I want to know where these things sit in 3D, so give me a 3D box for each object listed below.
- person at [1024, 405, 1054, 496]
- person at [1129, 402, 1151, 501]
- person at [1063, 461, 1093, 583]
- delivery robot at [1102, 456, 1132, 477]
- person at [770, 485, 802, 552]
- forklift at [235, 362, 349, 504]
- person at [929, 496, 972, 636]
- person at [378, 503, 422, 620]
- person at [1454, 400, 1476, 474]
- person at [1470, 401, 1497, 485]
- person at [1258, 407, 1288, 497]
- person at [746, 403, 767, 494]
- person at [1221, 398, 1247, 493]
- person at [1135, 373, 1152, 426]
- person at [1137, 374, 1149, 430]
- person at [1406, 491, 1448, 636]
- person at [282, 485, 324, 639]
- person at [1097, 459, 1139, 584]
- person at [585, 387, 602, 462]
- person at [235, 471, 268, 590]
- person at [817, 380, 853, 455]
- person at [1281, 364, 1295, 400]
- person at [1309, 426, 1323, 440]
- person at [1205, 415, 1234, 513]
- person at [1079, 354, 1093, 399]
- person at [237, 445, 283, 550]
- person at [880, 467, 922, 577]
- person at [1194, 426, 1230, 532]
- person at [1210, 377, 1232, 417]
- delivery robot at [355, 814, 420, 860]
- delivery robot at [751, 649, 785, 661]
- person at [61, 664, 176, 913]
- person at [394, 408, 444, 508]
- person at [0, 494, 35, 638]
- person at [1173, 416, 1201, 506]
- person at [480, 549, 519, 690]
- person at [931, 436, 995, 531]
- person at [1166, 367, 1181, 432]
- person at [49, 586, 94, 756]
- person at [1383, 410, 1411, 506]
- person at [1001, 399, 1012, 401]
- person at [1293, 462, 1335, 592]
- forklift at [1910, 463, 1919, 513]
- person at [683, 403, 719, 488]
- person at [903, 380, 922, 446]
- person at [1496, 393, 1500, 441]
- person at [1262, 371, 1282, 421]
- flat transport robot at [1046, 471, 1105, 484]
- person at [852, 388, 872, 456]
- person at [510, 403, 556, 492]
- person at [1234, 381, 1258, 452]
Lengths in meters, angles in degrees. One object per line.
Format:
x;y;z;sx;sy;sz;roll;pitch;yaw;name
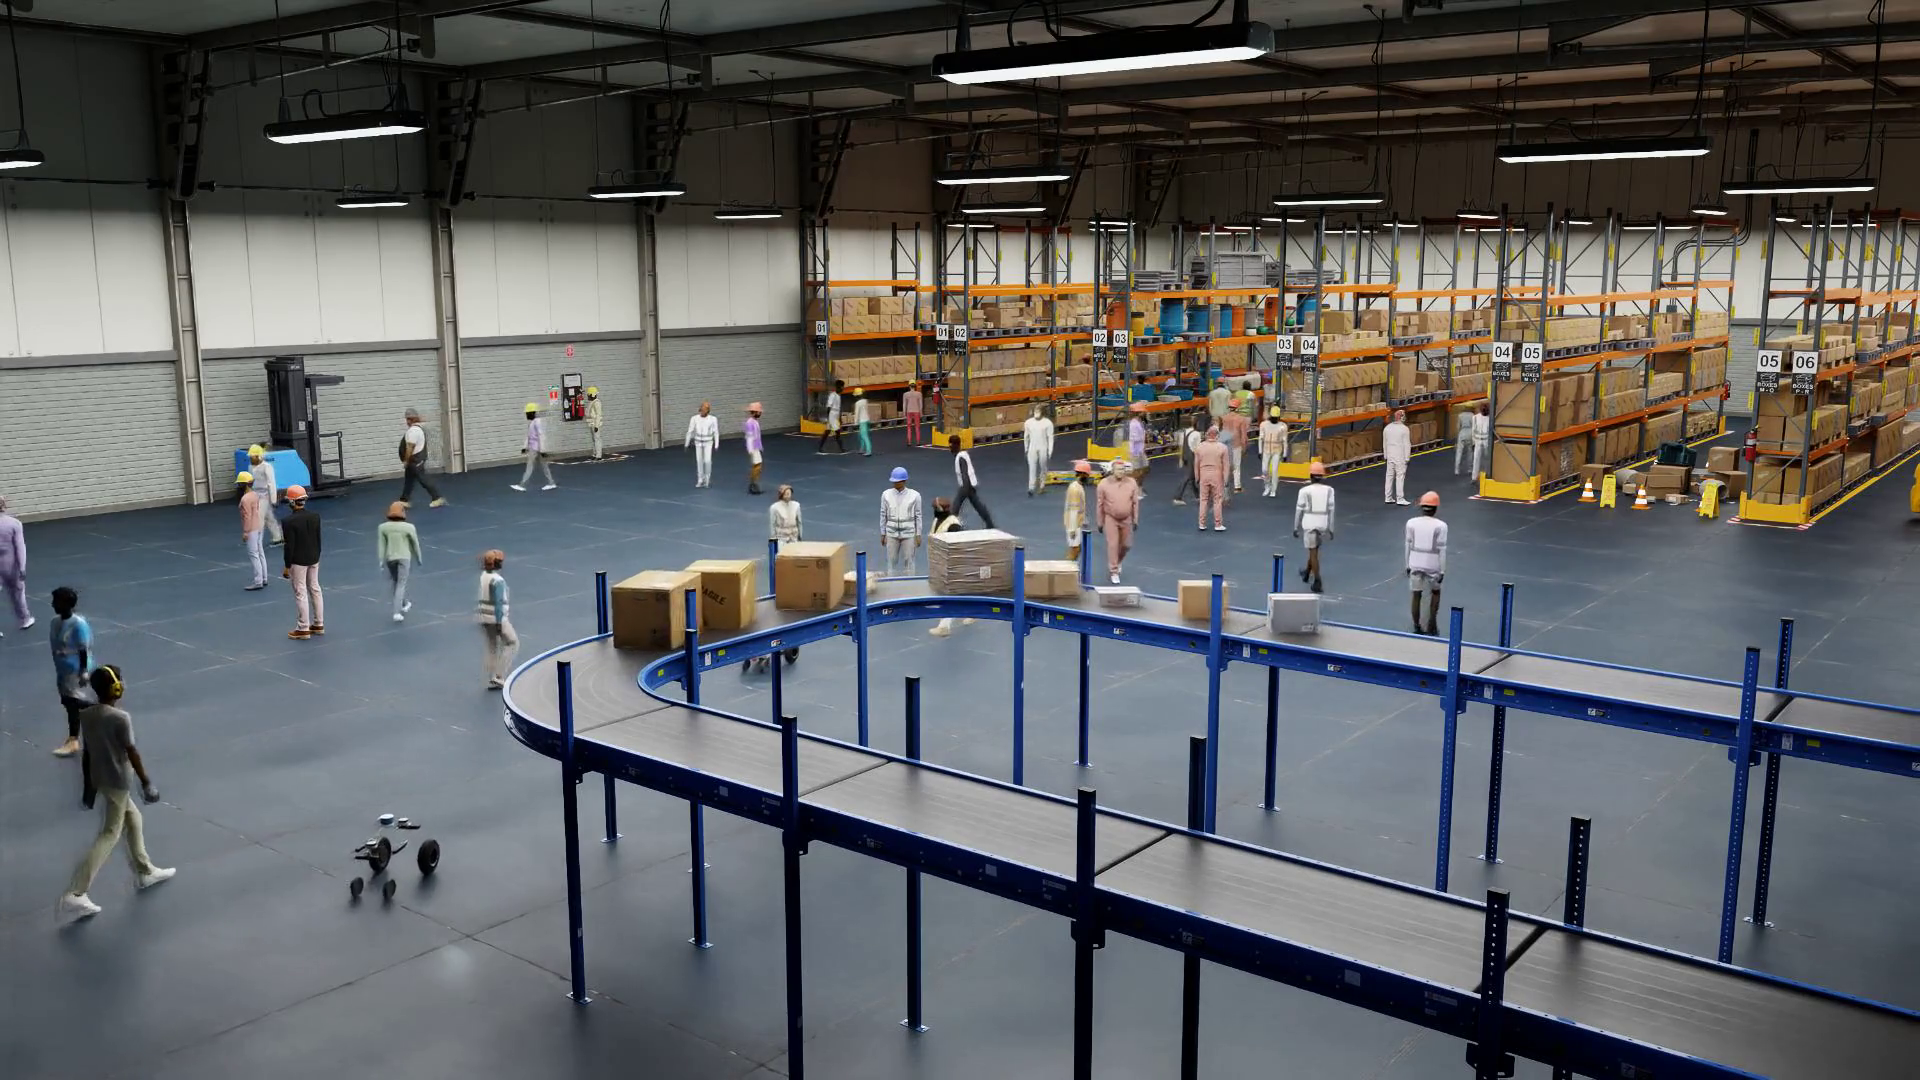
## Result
1.647;-1.881;32.753;0.650;1.886;1.015;3;10;14;person
3.670;-1.807;31.932;0.524;2.024;0.618;5;11;25;person
1.746;-0.244;23.509;0.516;1.906;0.616;1;10;3;person
3.544;-1.631;34.941;0.707;0.478;0.477;-3;10;-15;delivery robot
-2.579;-0.025;23.041;0.520;1.625;0.557;-7;12;-36;person
-13.803;-2.244;32.110;1.129;2.768;1.873;8;13;37;forklift
-0.097;0.311;20.682;0.738;1.799;0.648;-4;11;-21;person
-7.677;0.276;21.448;0.514;1.577;0.893;0;10;0;person
11.648;-2.365;36.000;0.496;1.694;0.877;8;13;38;person
11.523;-2.140;34.359;0.593;1.838;0.976;8;13;36;person
6.476;-1.823;32.392;0.616;1.892;0.521;5;11;24;person
-4.217;-1.920;32.843;0.540;1.923;0.581;1;10;4;person
5.767;-1.999;33.099;0.622;1.994;0.381;5;11;24;person
5.416;-4.140;46.310;0.502;1.587;0.859;7;12;34;person
5.145;-3.867;44.483;0.538;1.684;0.395;9;13;41;person
6.043;0.323;20.268;0.544;1.919;0.577;6;12;30;person
-8.540;0.273;20.311;0.376;1.995;0.612;4;11;19;person
2.404;-0.315;23.936;0.657;1.890;0.707;-2;10;-11;person
-8.949;-2.832;38.240;0.403;1.835;0.588;-5;11;-25;person
-10.578;-0.144;23.305;0.326;1.767;0.533;-1;10;-6;person
-3.161;-3.089;39.530;1.009;1.884;0.618;0;10;1;person
10.720;-5.114;51.083;0.605;1.833;0.580;-9;14;-42;person
8.935;-3.012;39.158;0.526;1.871;0.324;9;13;40;person
5.100;-1.513;30.651;0.640;1.913;0.843;9;14;43;person
4.029;-4.836;49.042;0.635;2.000;0.983;7;12;34;person
-11.900;-0.715;26.471;0.612;1.782;0.930;8;13;38;person
-0.850;-0.090;22.498;0.609;1.942;0.402;2;10;11;person
4.578;-1.115;28.374;0.652;1.906;0.403;5;11;25;person
6.703;-3.193;39.966;0.628;1.937;1.011;6;12;29;person
-4.483;2.269;12.255;0.335;0.223;0.698;1;10;7;delivery robot
-2.332;1.218;18.905;0.477;0.478;0.707;4;11;23;delivery robot
-6.460;1.861;11.863;0.530;1.831;0.951;6;12;30;person
-10.784;-1.641;31.076;0.989;2.000;0.684;-2;10;-12;person
-12.504;0.326;20.411;0.666;1.853;0.991;-2;10;-9;person
4.634;-1.590;31.413;0.974;1.801;0.513;-6;11;-28;person
-5.256;0.906;17.804;0.381;1.624;0.518;-9;13;-40;person
0.092;-0.961;27.818;1.175;1.811;0.605;0;10;1;person
6.086;-3.933;44.217;0.567;1.919;0.469;9;14;42;person
-8.800;1.269;15.599;0.537;1.680;0.648;6;12;30;person
8.812;-1.663;31.457;0.404;1.911;0.636;-7;12;-33;person
1.400;-4.518;47.441;0.630;1.940;0.372;10;14;43;person
5.273;-0.225;23.419;0.565;1.882;0.975;-2;10;-11;person
19.034;-1.348;28.998;2.313;2.155;1.214;8;13;37;forklift
-5.581;-2.036;33.713;0.723;1.844;0.629;1;10;6;person
-1.260;-3.384;41.576;0.526;1.754;0.334;0;10;0;person
14.874;-3.510;42.718;0.546;1.586;0.863;8;13;38;person
8.529;-3.650;42.635;0.602;1.919;0.927;8;13;39;person
2.528;-1.395;34.670;1.431;0.197;0.652;0;10;-1;flat transport robot
-2.487;-2.968;39.298;0.598;1.727;0.554;3;10;14;person
-9.092;-1.965;33.255;0.999;1.873;0.596;-5;11;-25;person
7.429;-3.206;40.445;0.655;1.795;0.958;10;14;43;person
